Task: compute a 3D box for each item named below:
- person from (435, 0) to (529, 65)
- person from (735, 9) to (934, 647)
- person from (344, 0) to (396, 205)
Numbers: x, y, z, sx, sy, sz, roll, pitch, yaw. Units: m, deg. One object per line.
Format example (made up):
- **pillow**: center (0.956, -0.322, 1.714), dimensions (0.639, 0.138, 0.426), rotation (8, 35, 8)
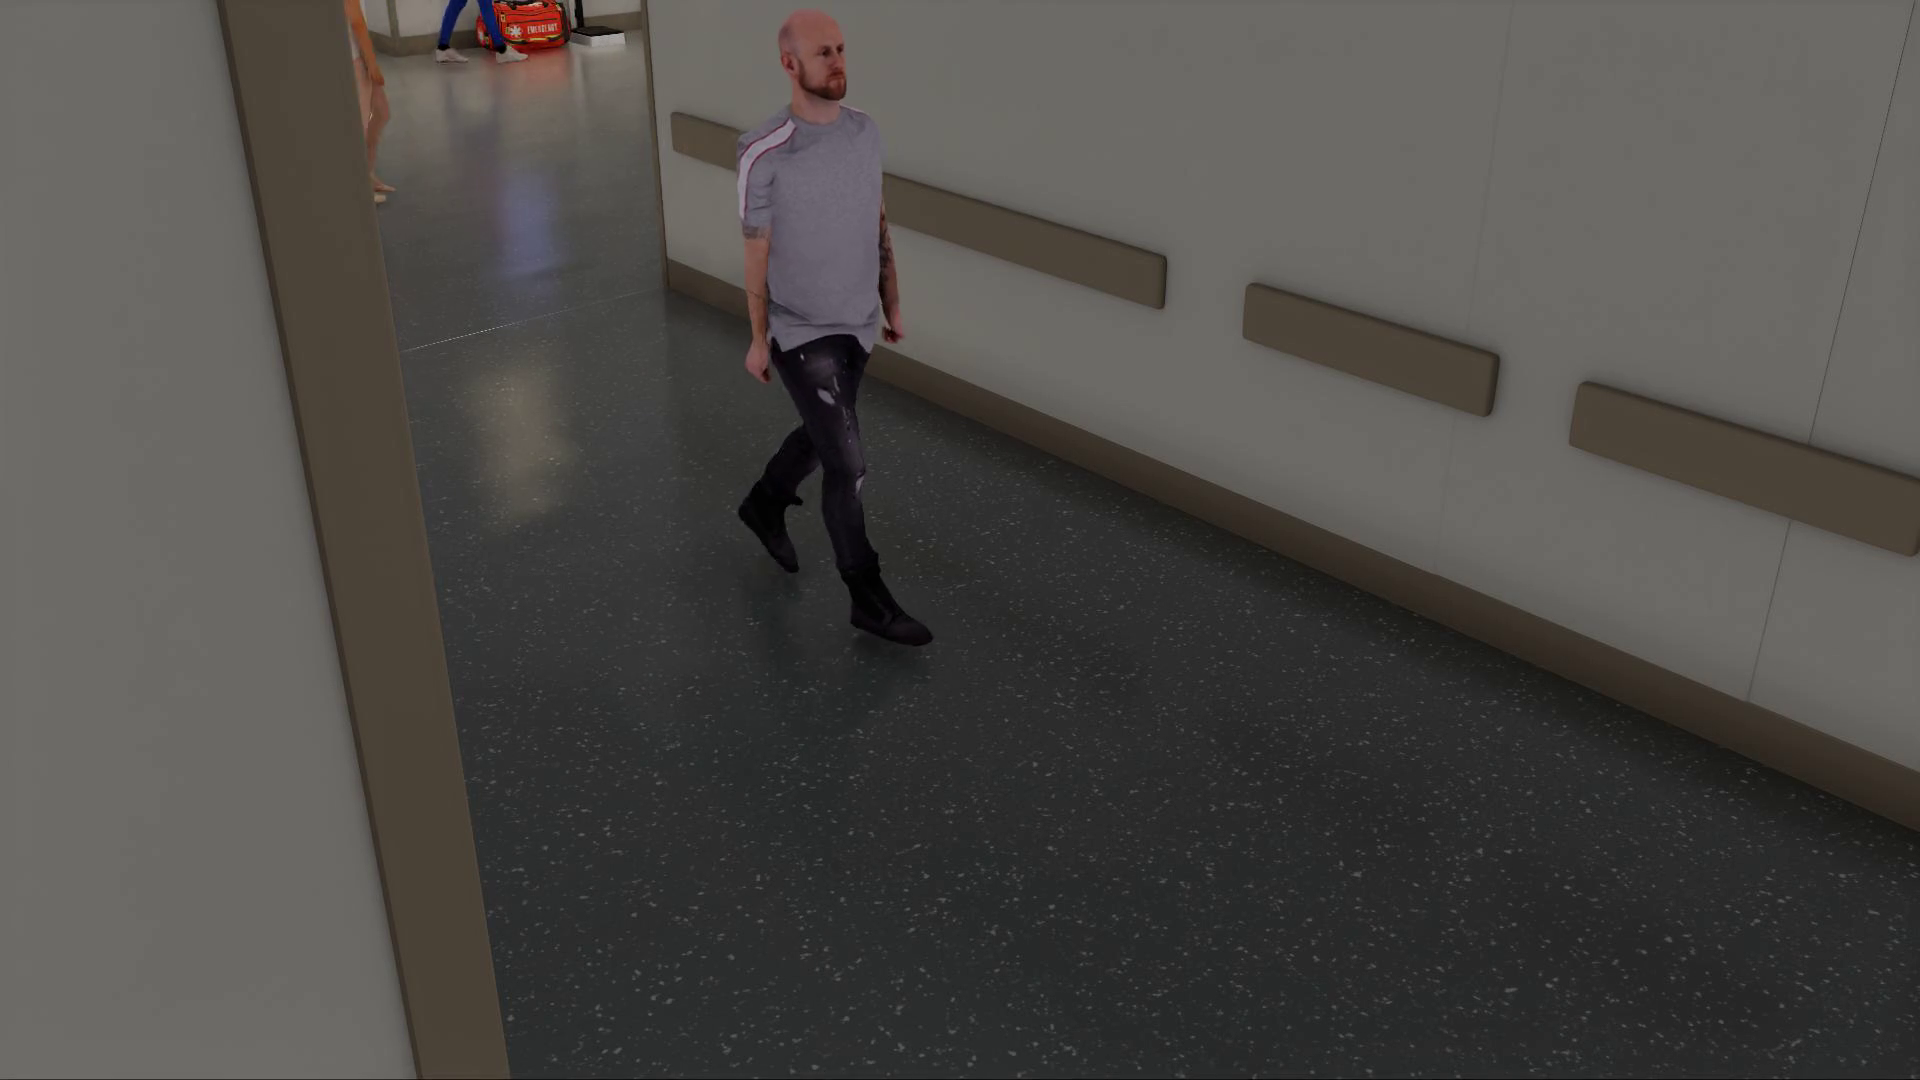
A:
- **person**: center (-4.138, -4.740, 13.548), dimensions (1.057, 1.739, 0.834), rotation (-11, 28, -21)
- **person**: center (-0.464, -0.634, 4.957), dimensions (0.846, 1.806, 1.164), rotation (21, 33, 37)
- **person**: center (-3.531, -2.692, 9.425), dimensions (0.605, 1.631, 0.594), rotation (-15, 30, -29)
